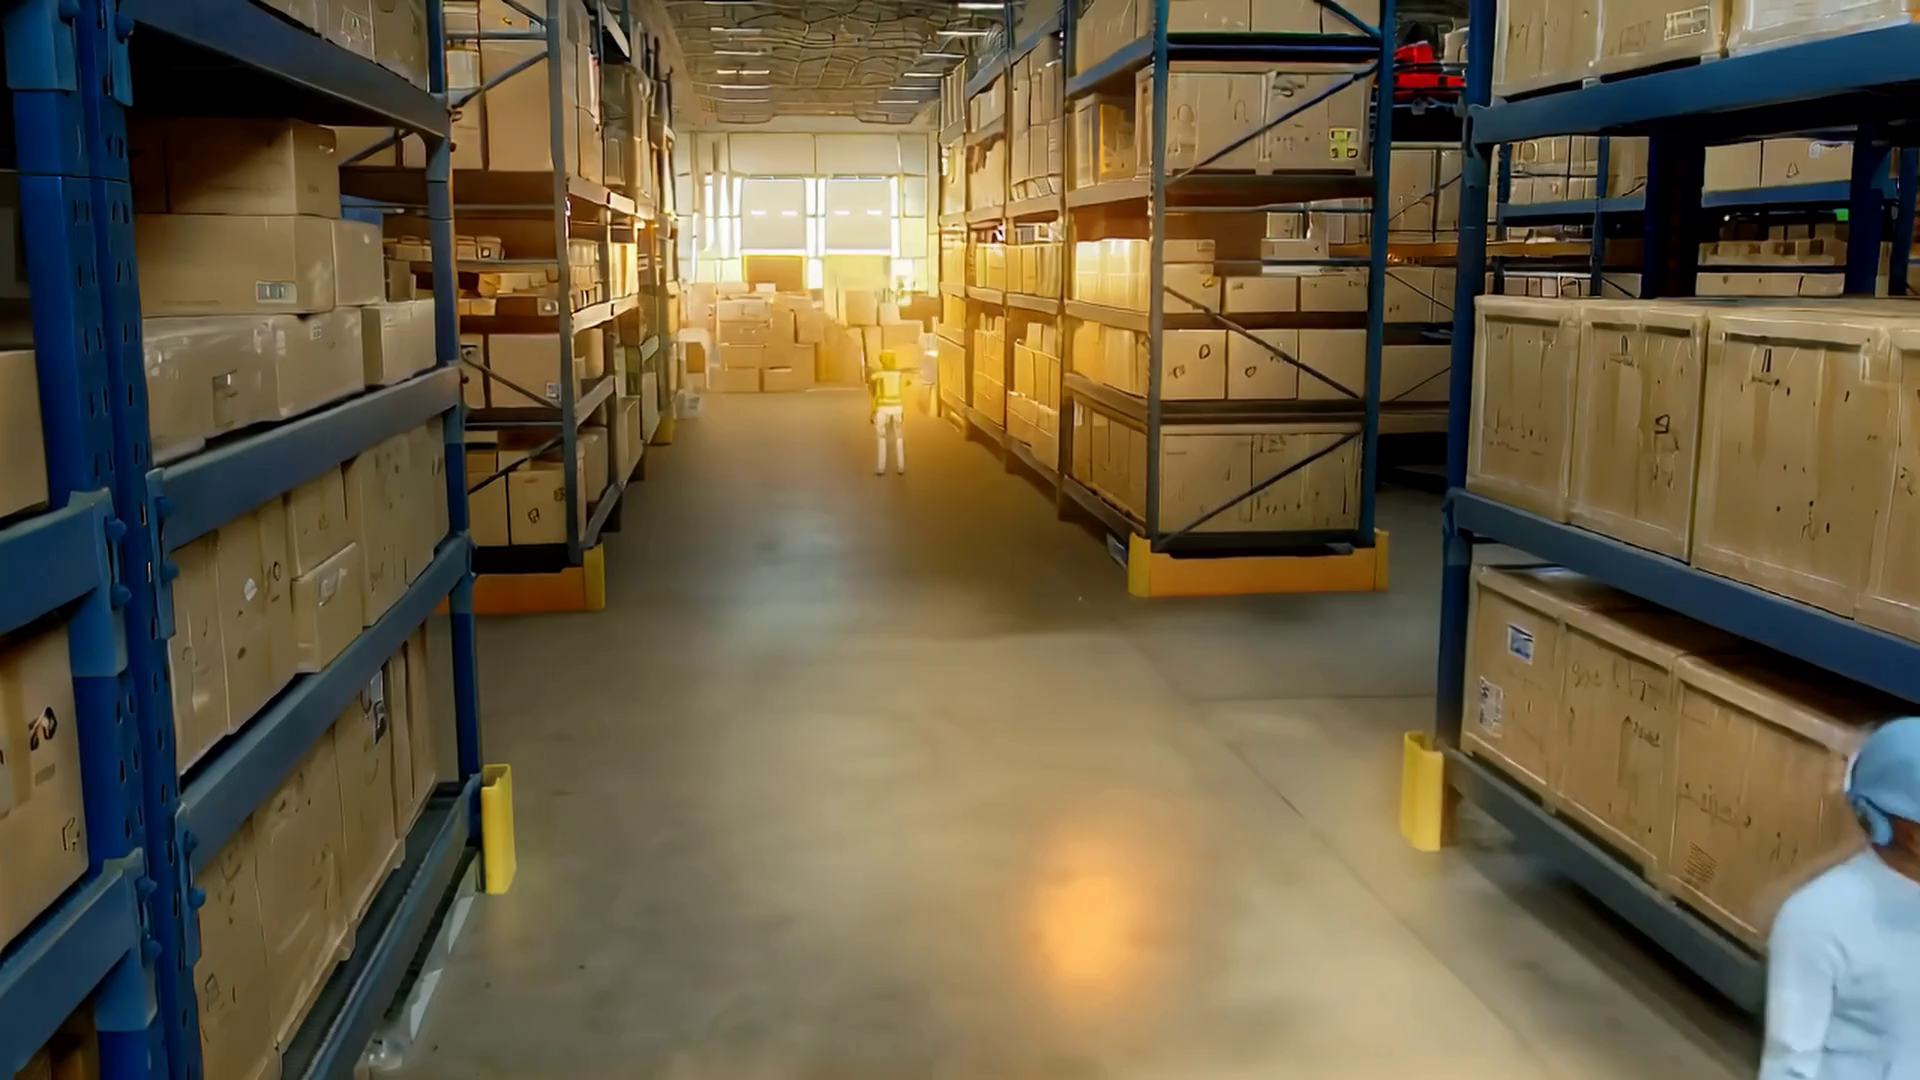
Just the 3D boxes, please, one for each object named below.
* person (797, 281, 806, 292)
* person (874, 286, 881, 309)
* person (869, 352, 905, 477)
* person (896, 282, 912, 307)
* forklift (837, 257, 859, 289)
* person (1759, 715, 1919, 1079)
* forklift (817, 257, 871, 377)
[{"bbox_3d":[-5.742,-8.433,60.400,0.371,1.941,0.627,-3,10,-18],"label":"person"},{"bbox_3d":[-3.520,-9.934,70.158,0.901,1.589,0.510,-2,10,-14],"label":"person"},{"bbox_3d":[-0.947,-1.644,21.778,0.511,1.630,0.315,-6,11,-31],"label":"person"},{"bbox_3d":[-2.085,-8.858,63.169,0.584,1.830,0.979,4,10,22],"label":"person"},{"bbox_3d":[-3.284,-6.565,46.785,1.129,2.768,1.873,-1,10,-7],"label":"forklift"},{"bbox_3d":[1.955,1.310,3.573,0.640,1.969,0.515,-4,11,-22],"label":"person"},{"bbox_3d":[-3.071,-5.231,39.018,1.873,2.768,1.129,-1,10,-7],"label":"forklift"}]
